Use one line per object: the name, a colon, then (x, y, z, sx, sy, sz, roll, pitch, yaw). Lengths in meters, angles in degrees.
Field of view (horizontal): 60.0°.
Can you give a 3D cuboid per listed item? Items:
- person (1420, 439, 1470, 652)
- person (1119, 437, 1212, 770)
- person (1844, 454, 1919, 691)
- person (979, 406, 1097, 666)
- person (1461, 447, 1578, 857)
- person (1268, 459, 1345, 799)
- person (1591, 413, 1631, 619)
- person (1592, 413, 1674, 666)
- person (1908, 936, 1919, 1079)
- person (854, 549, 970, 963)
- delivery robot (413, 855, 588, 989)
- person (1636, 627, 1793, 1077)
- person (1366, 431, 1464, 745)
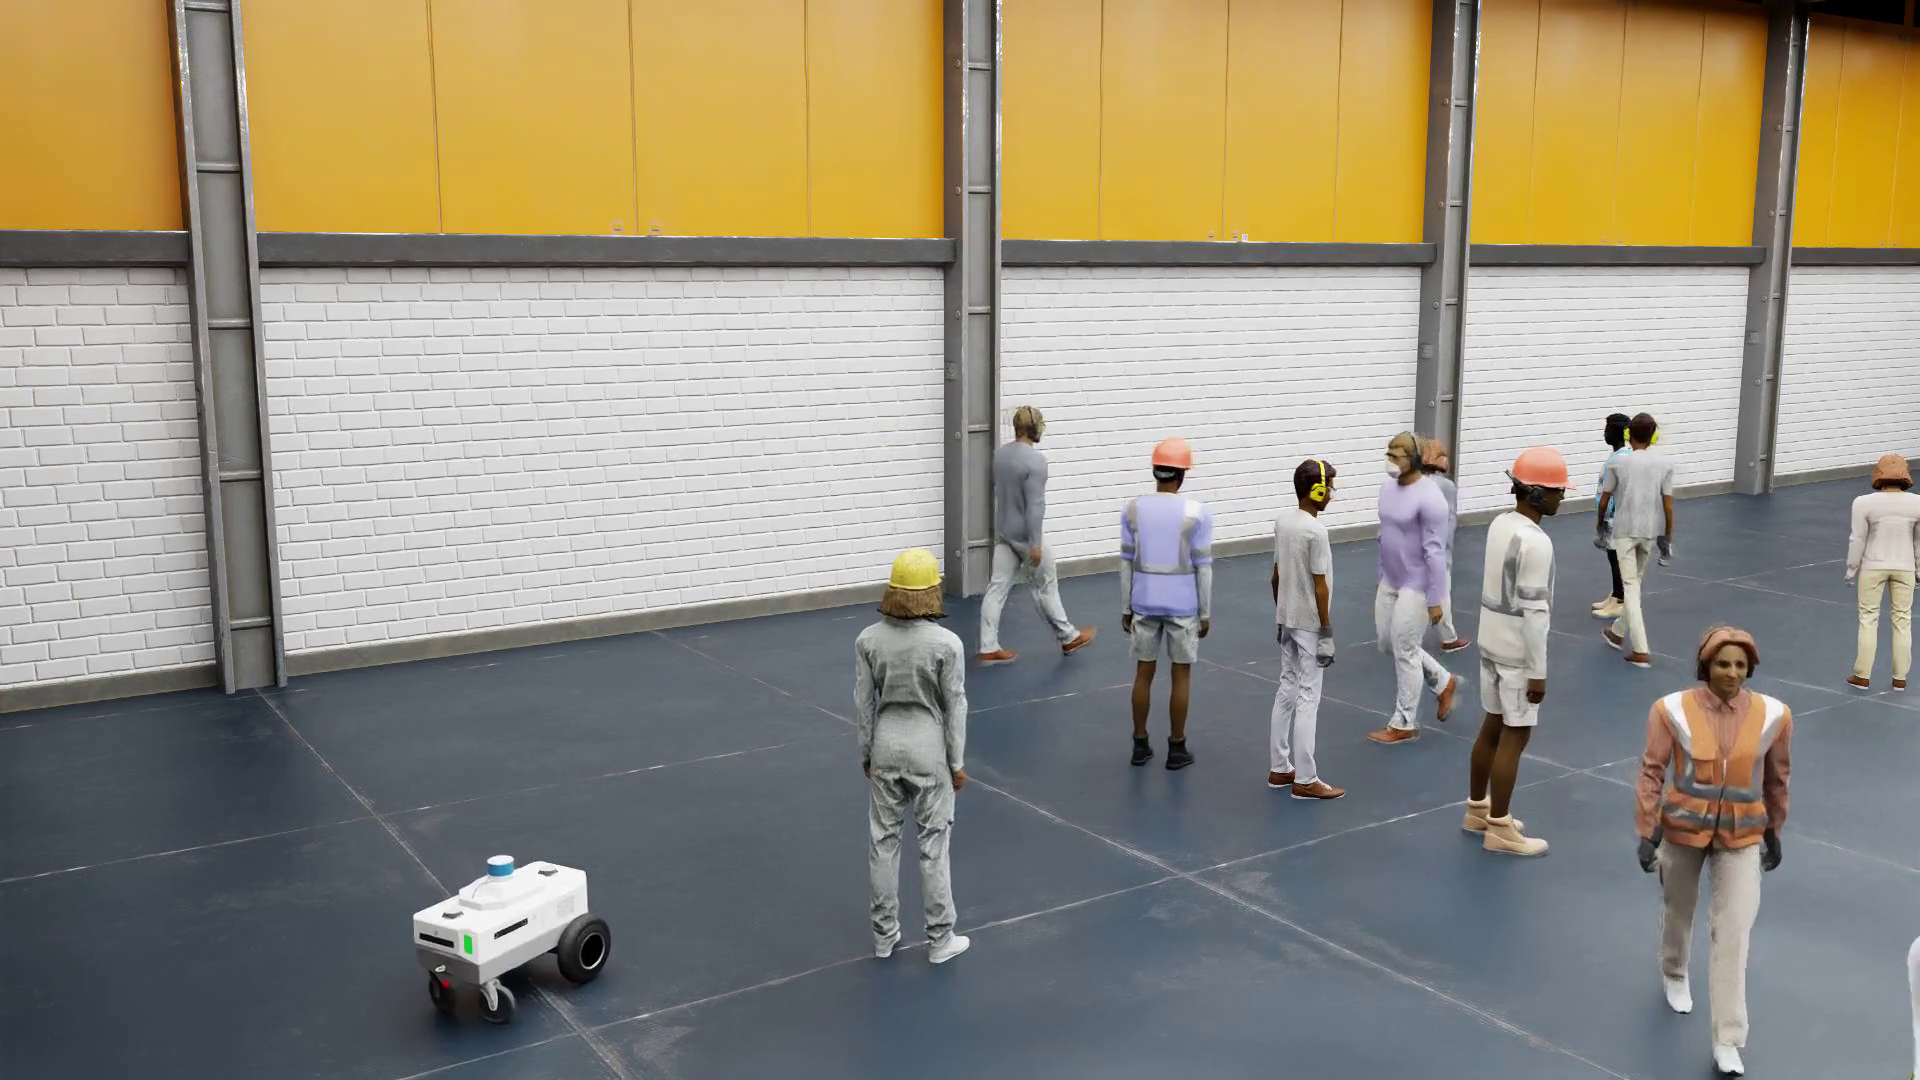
person: (3.532, 0.050, 12.454, 0.539, 1.617, 0.524, -7, 12, -36)
person: (1.188, 0.369, 9.654, 0.554, 1.920, 0.428, 4, 10, 23)
person: (6.343, 0.221, 11.396, 0.498, 1.633, 0.278, 2, 10, 14)
person: (0.541, -0.036, 12.171, 0.985, 1.888, 0.655, -6, 11, -31)
person: (2.787, 0.549, 8.236, 0.413, 2.035, 0.610, 0, 9, -2)
person: (1.899, 0.486, 9.127, 0.329, 1.861, 0.515, -3, 10, -20)
person: (5.410, -0.201, 13.751, 0.316, 1.695, 0.542, 4, 10, 22)
person: (4.964, -0.030, 12.345, 0.480, 1.817, 0.920, 0, 9, -1)
person: (2.179, 1.439, 3.450, 0.843, 1.843, 0.529, -3, 10, -19)
person: (-0.197, 0.900, 6.983, 0.488, 1.743, 0.317, 3, 10, 20)
delivery robot: (-1.823, 1.504, 6.632, 0.477, 0.478, 0.707, 5, 11, 29)
person: (2.796, 1.103, 6.191, 0.534, 1.587, 0.886, 3, 10, 16)
person: (2.825, 0.285, 10.151, 0.662, 1.926, 0.641, -3, 10, -17)
